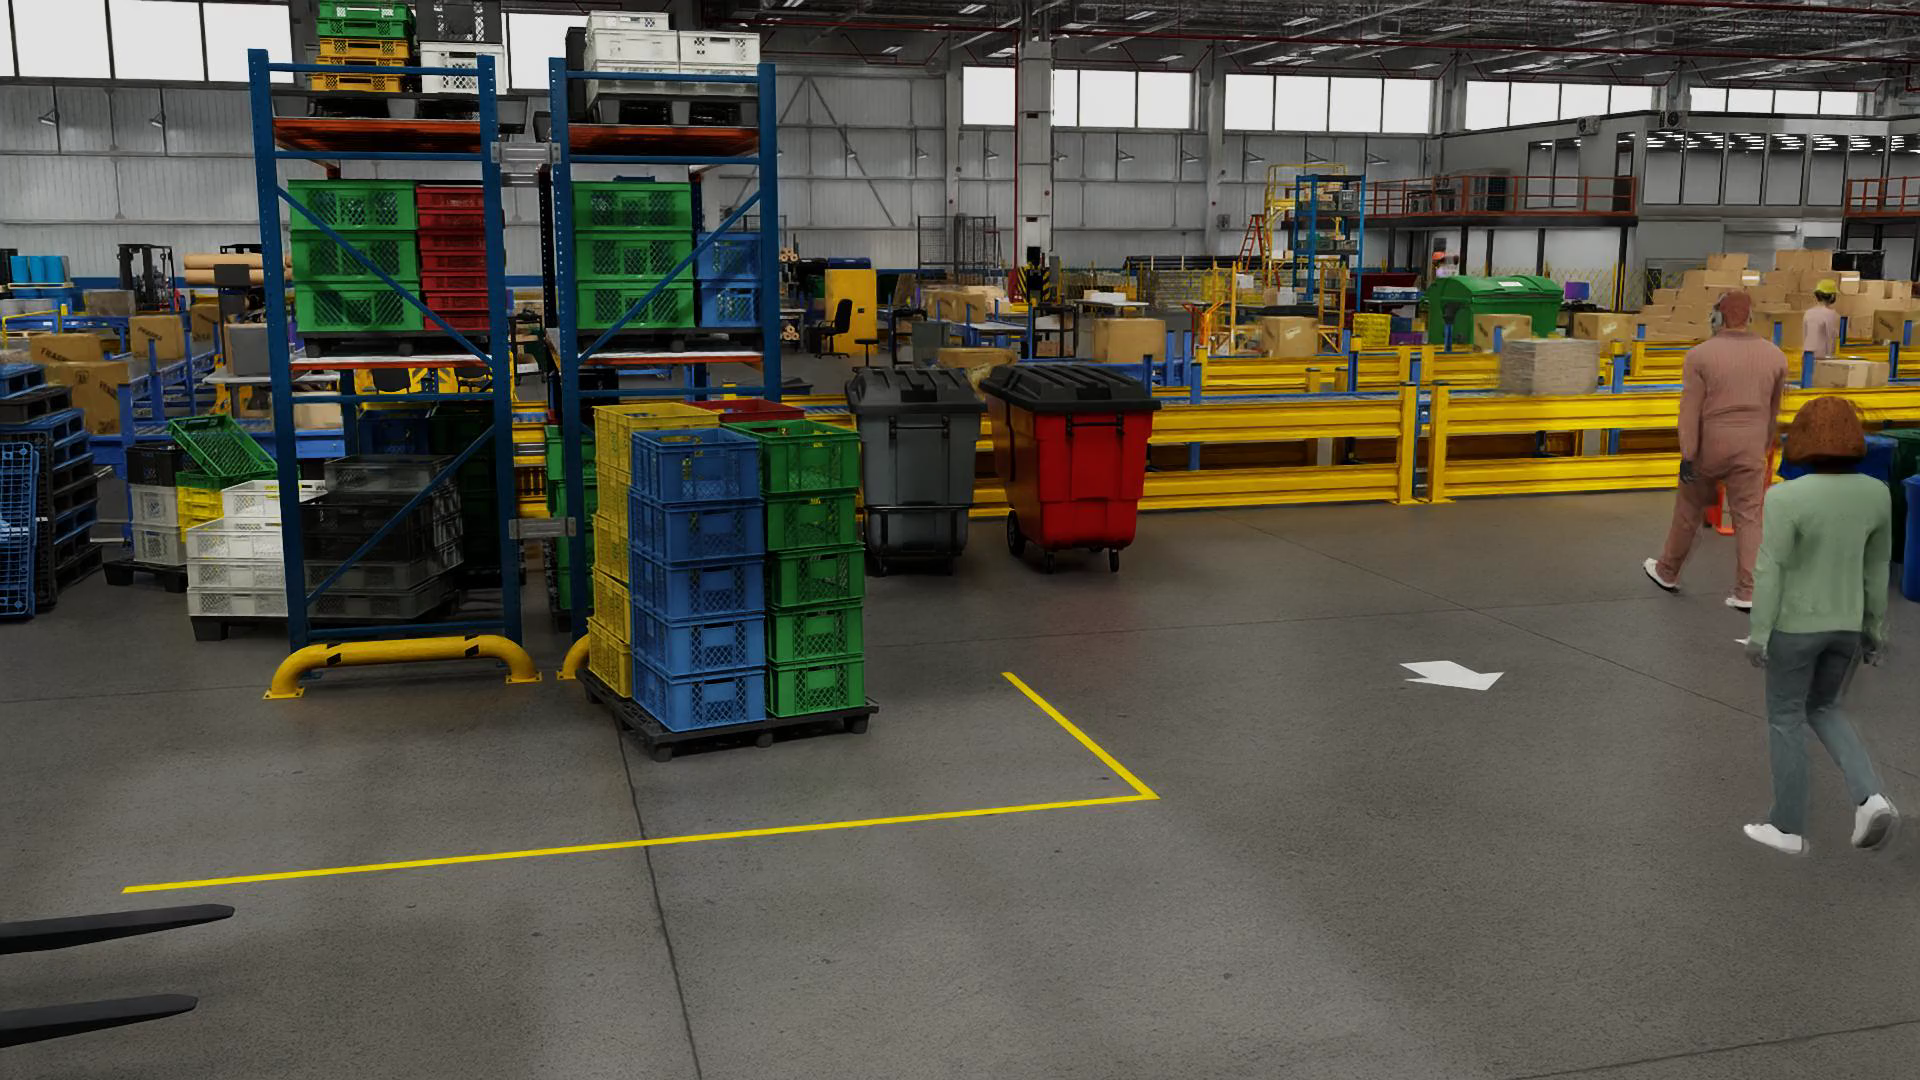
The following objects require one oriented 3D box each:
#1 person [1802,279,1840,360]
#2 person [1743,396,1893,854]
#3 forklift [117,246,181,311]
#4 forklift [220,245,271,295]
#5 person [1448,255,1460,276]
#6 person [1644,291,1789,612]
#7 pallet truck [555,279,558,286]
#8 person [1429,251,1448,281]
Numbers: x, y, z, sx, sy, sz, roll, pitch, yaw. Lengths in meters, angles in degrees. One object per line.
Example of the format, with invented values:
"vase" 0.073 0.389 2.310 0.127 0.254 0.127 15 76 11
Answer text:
"person" 9.716 -2.080 18.898 0.485 1.751 0.544 -1 10 -5
"person" 2.972 0.319 5.721 0.501 1.621 0.427 -3 10 -16
"forklift" -19.966 -6.232 40.894 1.157 1.987 2.680 -3 10 -15
"forklift" -17.749 -6.334 41.440 1.157 1.987 2.680 -3 10 -17
"person" 15.954 -8.287 53.819 0.577 1.845 0.638 -8 13 -37
"person" 4.537 -0.546 9.929 0.651 1.857 0.954 0 10 1
"pallet truck" -10.604 -6.375 44.520 0.653 1.274 1.630 -3 10 -15
"person" 10.502 -5.309 36.468 0.599 2.012 0.640 4 11 23
